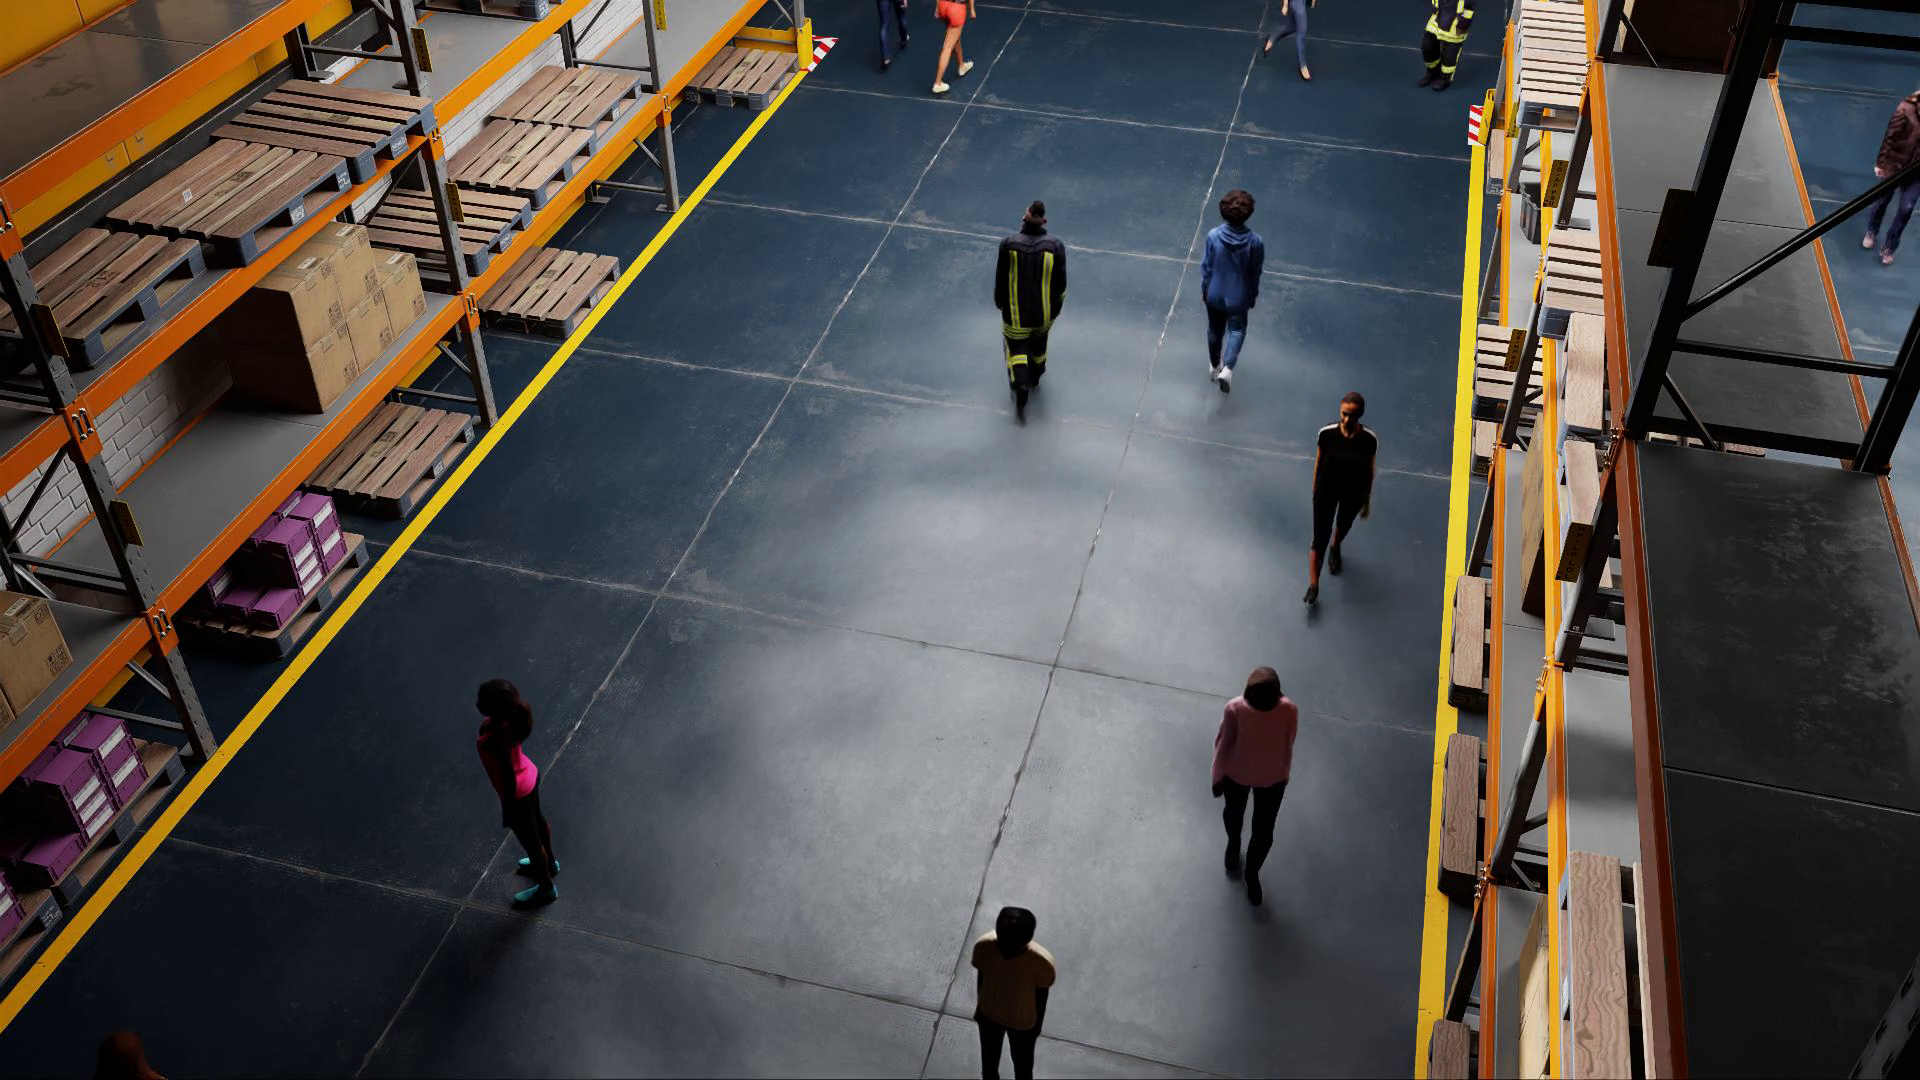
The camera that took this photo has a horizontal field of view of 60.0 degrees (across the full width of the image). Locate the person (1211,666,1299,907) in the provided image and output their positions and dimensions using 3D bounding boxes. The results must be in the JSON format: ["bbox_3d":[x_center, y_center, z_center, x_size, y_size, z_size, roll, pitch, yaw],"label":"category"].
[{"bbox_3d":[1.733,1.322,9.868,0.693,1.669,0.817,4,39,5],"label":"person"}]

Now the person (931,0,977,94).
[{"bbox_3d":[-0.114,-5.959,18.932,0.841,1.736,1.182,25,45,28],"label":"person"}]

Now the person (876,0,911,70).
[{"bbox_3d":[-0.828,-6.364,19.495,0.640,1.666,1.153,7,39,8],"label":"person"}]

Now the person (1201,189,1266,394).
[{"bbox_3d":[2.250,-2.055,13.995,0.706,1.796,0.916,12,40,15],"label":"person"}]

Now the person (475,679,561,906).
[{"bbox_3d":[-2.561,1.447,9.670,0.679,1.721,0.575,-2,39,-2],"label":"person"}]

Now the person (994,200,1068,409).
[{"bbox_3d":[0.566,-1.957,13.841,0.963,1.834,1.119,-3,39,-4],"label":"person"}]

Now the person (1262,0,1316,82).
[{"bbox_3d":[3.857,-6.232,19.257,1.101,1.756,1.081,-26,45,-28],"label":"person"}]

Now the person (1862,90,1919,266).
[{"bbox_3d":[9.066,-3.622,15.938,0.833,1.820,0.934,17,42,20],"label":"person"}]

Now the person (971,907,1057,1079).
[{"bbox_3d":[0.252,2.416,8.565,0.620,1.586,0.547,16,41,19],"label":"person"}]

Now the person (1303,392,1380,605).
[{"bbox_3d":[2.780,-0.394,12.051,0.618,1.626,1.059,11,40,13],"label":"person"}]

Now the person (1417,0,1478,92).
[{"bbox_3d":[5.654,-6.043,18.975,0.896,1.812,0.928,32,48,33],"label":"person"}]
